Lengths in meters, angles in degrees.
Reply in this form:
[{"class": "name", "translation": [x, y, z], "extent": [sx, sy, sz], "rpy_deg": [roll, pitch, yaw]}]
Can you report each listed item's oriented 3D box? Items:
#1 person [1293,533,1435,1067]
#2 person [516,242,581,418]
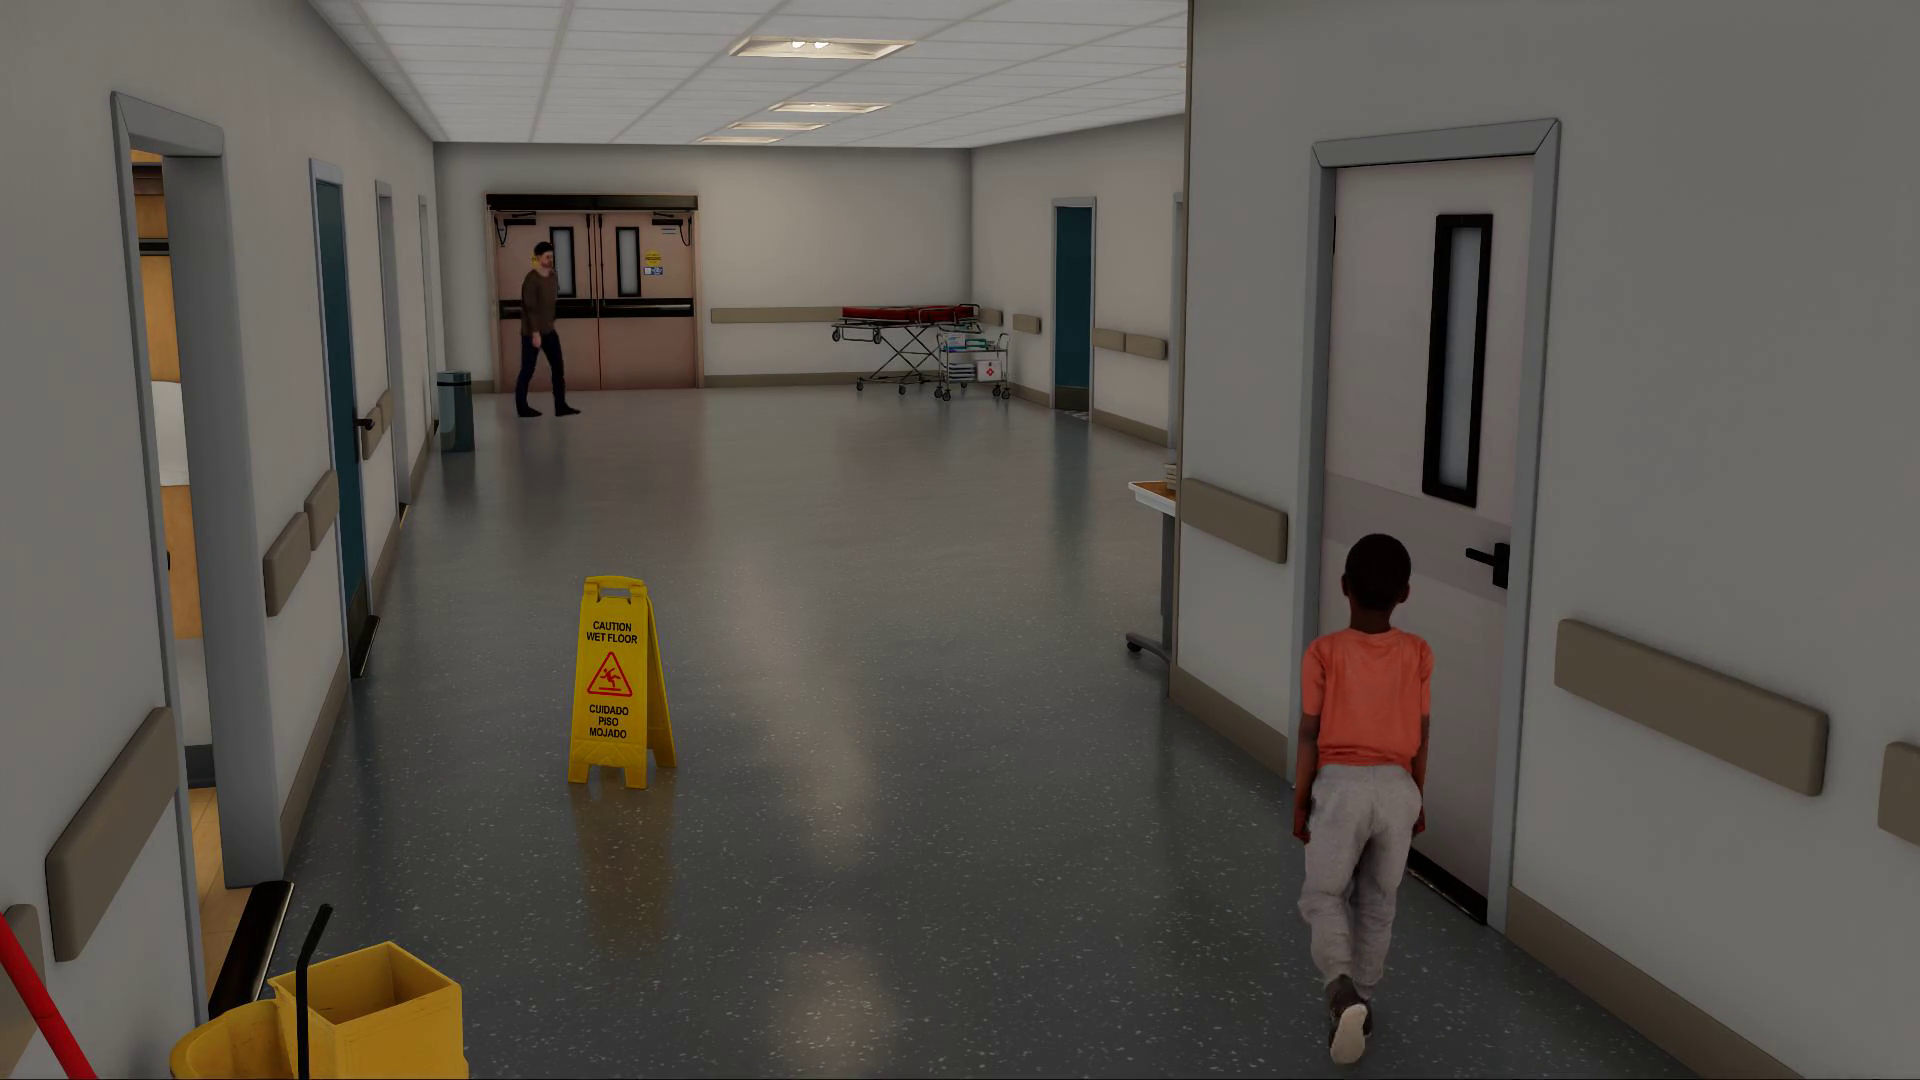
[{"class": "person", "translation": [0.981, 0.638, 4.022], "extent": [0.628, 1.300, 0.811], "rpy_deg": [1, 11, 5]}, {"class": "person", "translation": [-4.466, -2.168, 17.407], "extent": [1.058, 1.822, 1.018], "rpy_deg": [4, 12, 21]}]
